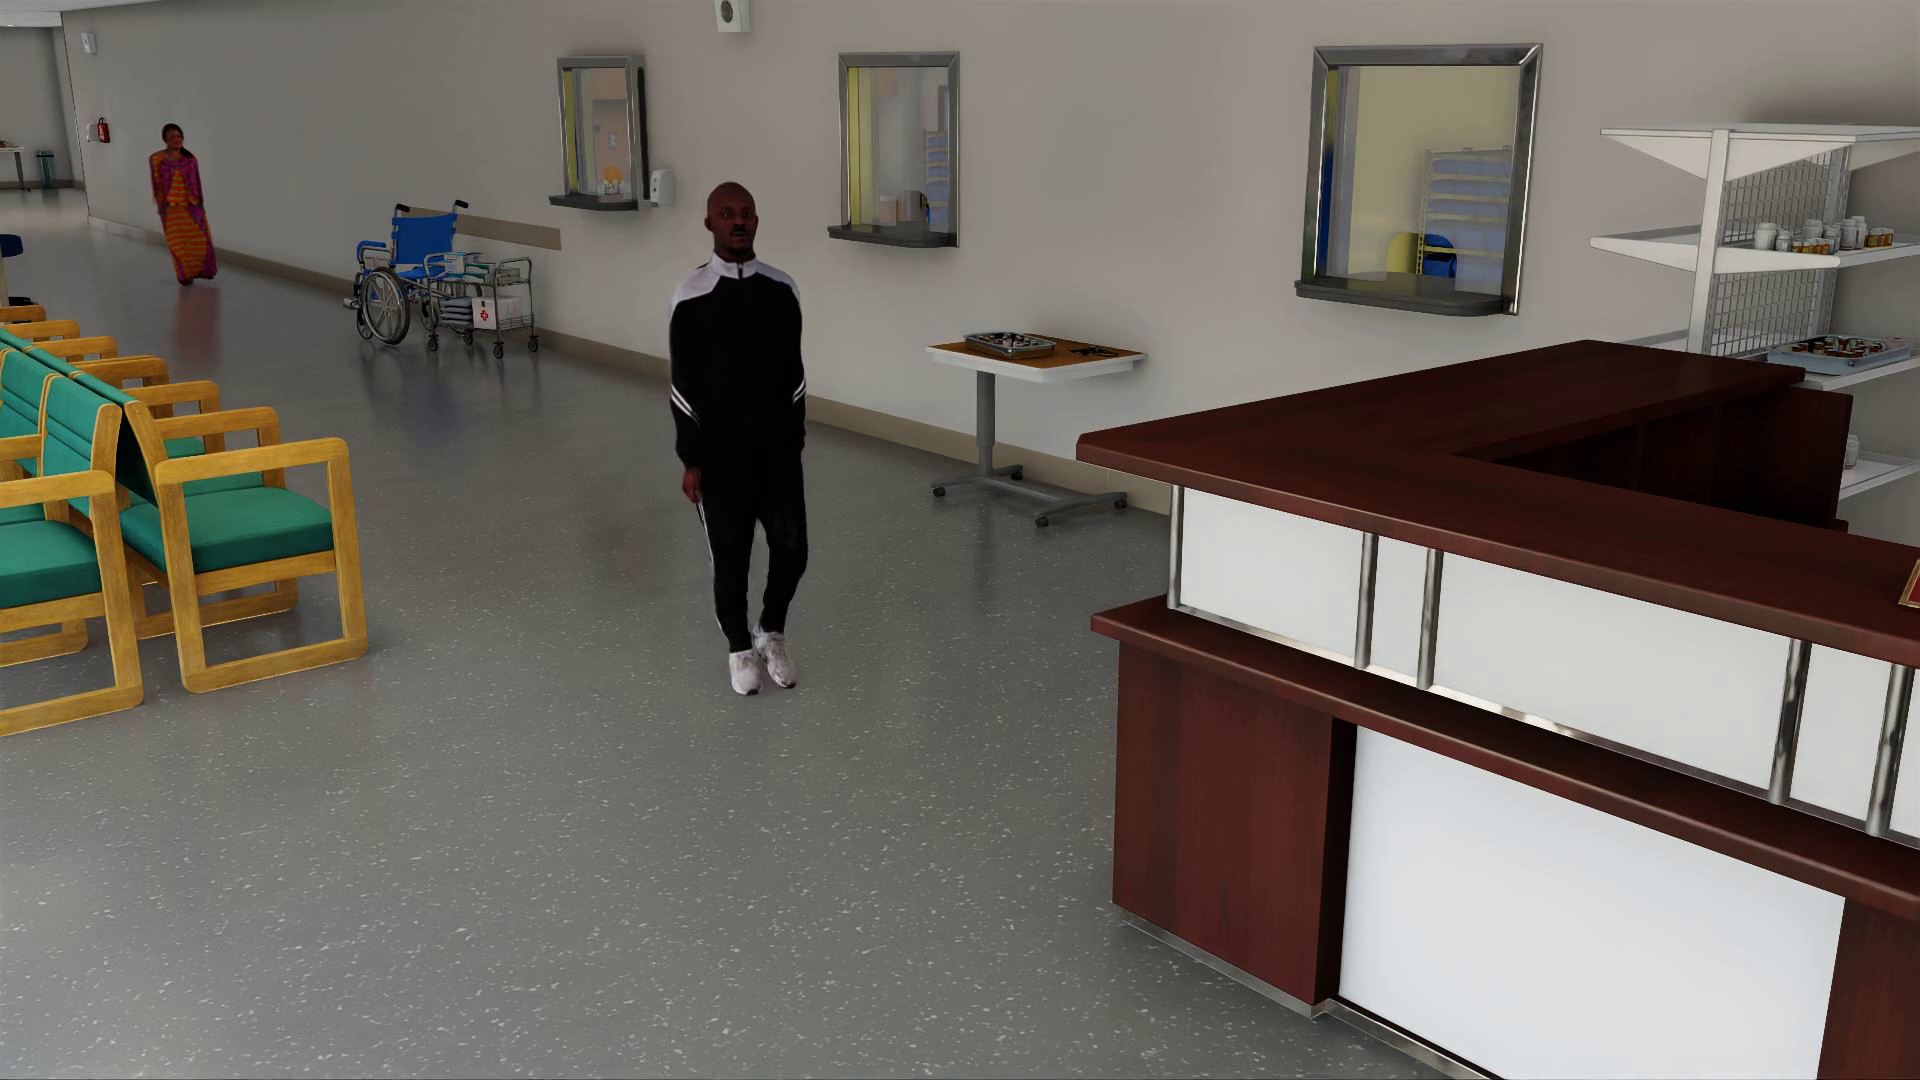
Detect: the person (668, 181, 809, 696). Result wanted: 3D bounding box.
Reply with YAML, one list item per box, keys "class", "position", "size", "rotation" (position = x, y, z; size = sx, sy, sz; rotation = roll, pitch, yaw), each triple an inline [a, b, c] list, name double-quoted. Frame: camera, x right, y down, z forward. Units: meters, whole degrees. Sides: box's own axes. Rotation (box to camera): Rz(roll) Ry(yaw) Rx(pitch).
- class: "person"
  position: [-0.804, -0.363, 5.967]
  size: [0.687, 1.815, 0.816]
  rotation: [-6, 17, -21]

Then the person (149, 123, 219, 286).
- class: "person"
  position: [-8.235, -3.558, 17.541]
  size: [0.615, 1.685, 0.756]
  rotation: [-12, 20, -37]
